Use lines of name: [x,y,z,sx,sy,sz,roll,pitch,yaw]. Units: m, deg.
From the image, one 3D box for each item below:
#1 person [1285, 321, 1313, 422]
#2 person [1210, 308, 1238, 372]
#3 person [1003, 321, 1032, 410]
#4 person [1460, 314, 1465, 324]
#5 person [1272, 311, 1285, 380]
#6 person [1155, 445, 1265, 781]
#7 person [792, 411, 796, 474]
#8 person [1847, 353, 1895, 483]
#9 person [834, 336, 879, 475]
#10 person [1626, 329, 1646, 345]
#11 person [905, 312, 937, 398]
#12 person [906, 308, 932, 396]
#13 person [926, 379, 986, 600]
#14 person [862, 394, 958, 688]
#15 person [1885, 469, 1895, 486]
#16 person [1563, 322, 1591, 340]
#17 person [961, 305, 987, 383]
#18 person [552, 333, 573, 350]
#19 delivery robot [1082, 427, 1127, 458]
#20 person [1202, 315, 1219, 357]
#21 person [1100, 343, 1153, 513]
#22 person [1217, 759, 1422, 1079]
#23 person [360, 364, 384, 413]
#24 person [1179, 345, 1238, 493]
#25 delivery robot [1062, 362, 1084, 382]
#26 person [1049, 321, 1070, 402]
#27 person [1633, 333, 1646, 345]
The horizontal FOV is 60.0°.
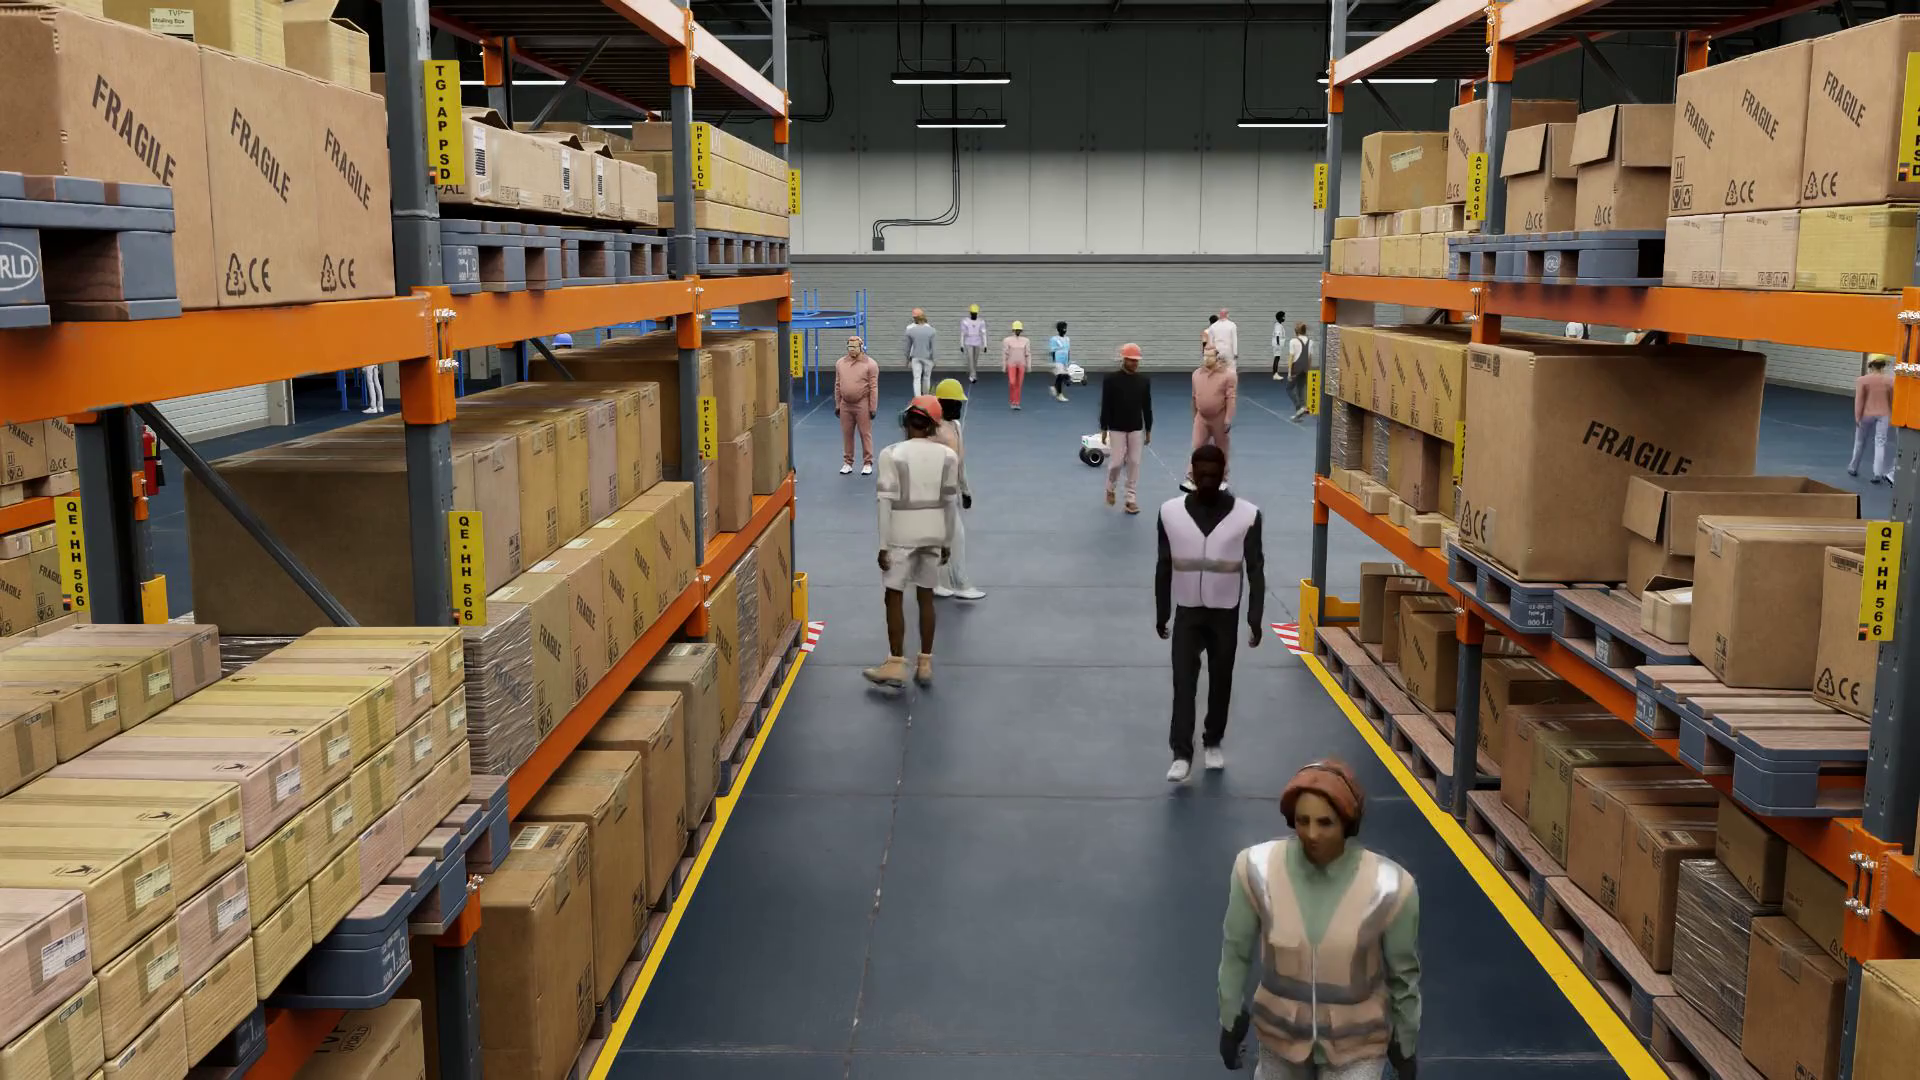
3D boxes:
person: [6.205,-3.083,30.442,0.533,1.827,0.420,-5,11,-25]
person: [5.790,-4.125,36.468,0.676,1.894,0.414,7,12,35]
person: [1.143,-3.429,32.743,0.547,1.742,0.639,-2,10,-11]
person: [10.263,-3.777,34.507,0.831,1.853,0.618,-6,11,-34]
person: [7.906,-4.825,41.294,0.320,1.698,0.539,3,10,15]
person: [1.382,0.420,9.304,0.618,1.880,0.924,2,10,12]
person: [-2.510,-1.738,22.414,0.457,1.824,0.709,7,12,38]
person: [12.161,-1.650,22.168,0.526,1.721,0.904,2,10,14]
person: [-1.437,-1.851,22.876,0.635,1.899,0.399,4,10,22]
person: [14.990,-4.032,36.732,0.523,1.613,0.557,-2,10,-9]
person: [-0.784,-3.648,33.690,0.649,1.916,0.866,0,9,3]
person: [-0.916,-4.135,36.468,0.556,1.920,0.735,-4,10,-21]
person: [-0.013,-0.427,14.297,0.778,1.901,0.613,3,10,20]
person: [-0.325,-0.001,11.503,0.705,1.990,0.527,-5,11,-29]
person: [11.675,-1.425,20.327,0.463,1.891,0.673,9,13,42]
person: [13.287,-4.094,35.996,0.684,2.000,0.535,-7,12,-37]
person: [0.346,-4.740,40.247,0.602,1.868,1.010,-2,10,-10]
person: [-5.397,-1.872,22.835,0.602,1.948,0.387,8,13,41]
delivery robot: [2.130,-1.395,23.988,0.707,0.478,0.477,-1,10,-7]
person: [5.798,-4.294,38.093,0.535,1.697,0.318,-2,10,-9]
person: [1.936,-1.310,19.377,0.635,1.974,0.480,-3,10,-16]
person: [0.996,1.342,4.588,0.550,1.608,0.658,4,10,22]
person: [-11.411,-3.391,32.174,0.310,1.868,0.532,3,10,16]
person: [3.131,-1.500,20.872,0.650,1.862,0.977,6,11,30]
delivery robot: [2.680,-4.002,39.609,0.477,0.478,0.707,-3,10,-17]
person: [2.074,-3.748,34.887,0.508,1.684,0.534,9,13,44]
person: [12.217,-2.905,29.954,0.500,1.636,0.280,-3,10,-20]
